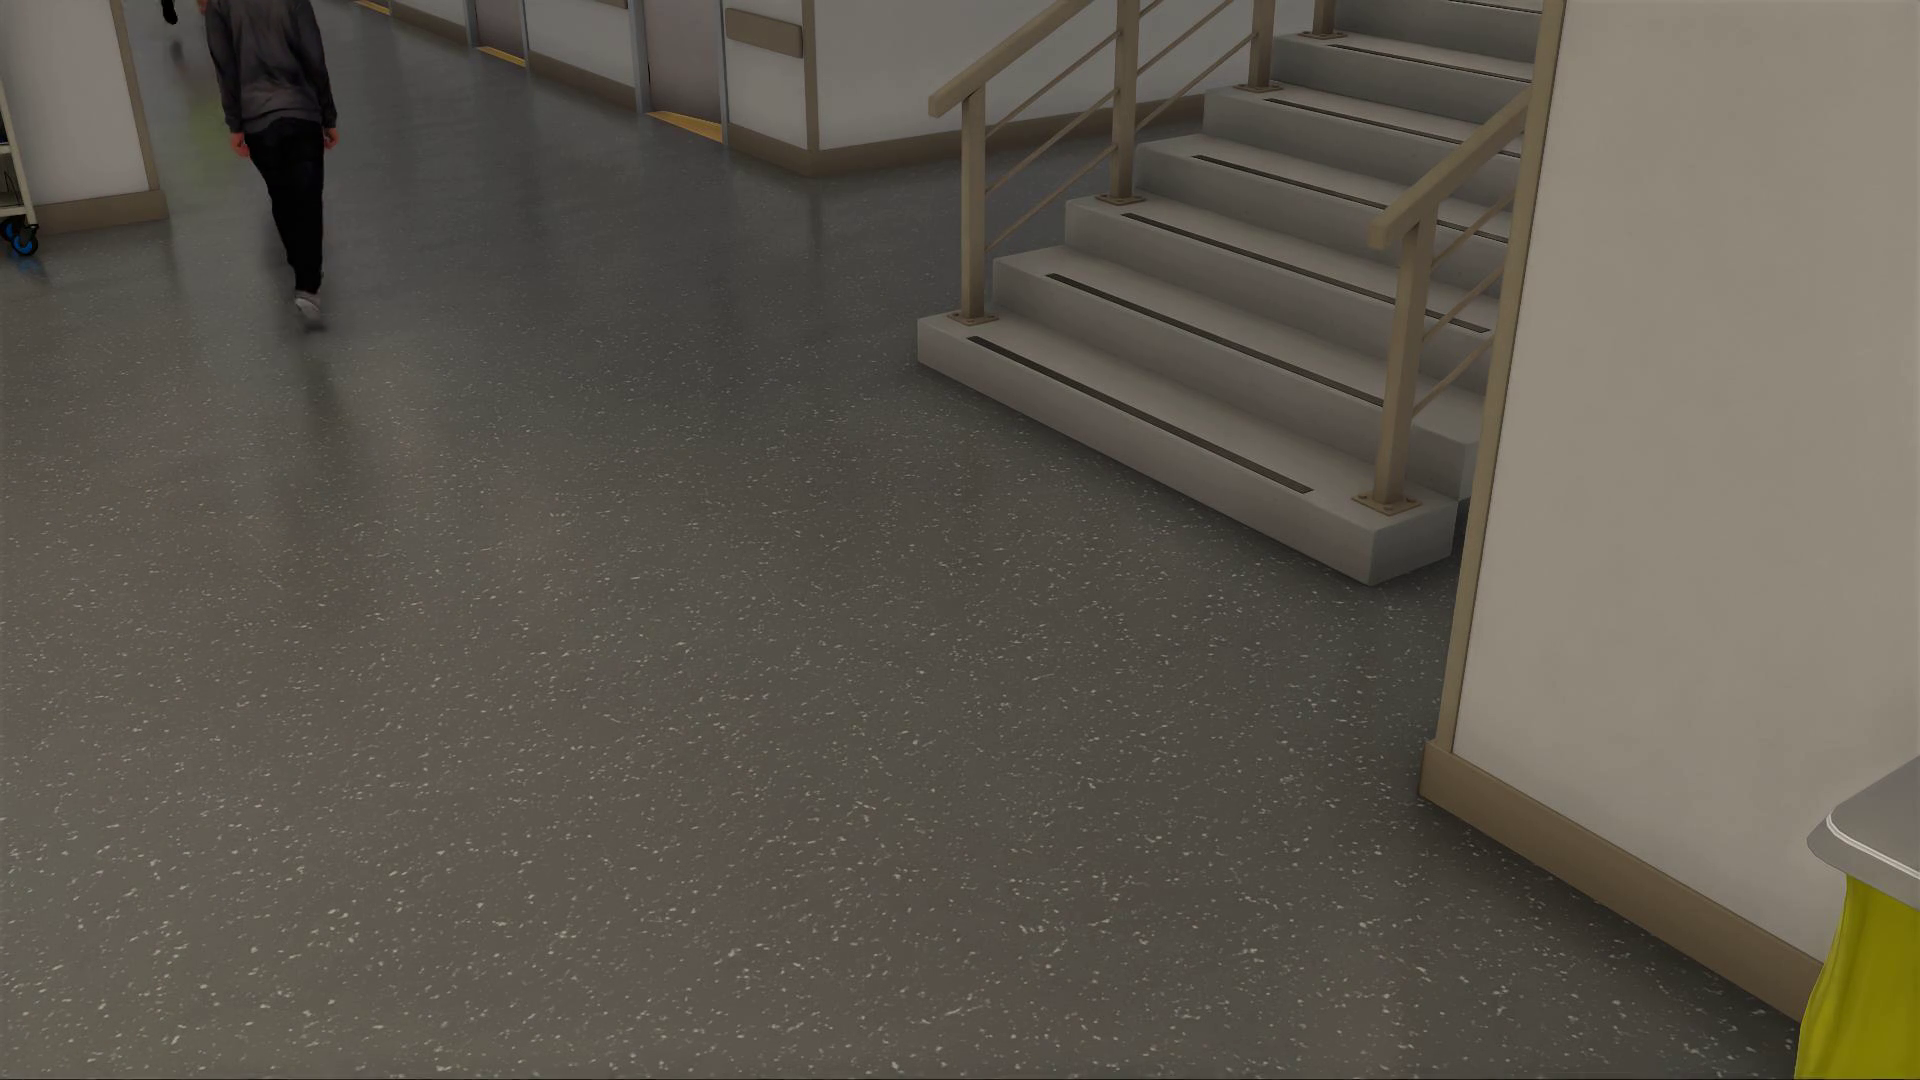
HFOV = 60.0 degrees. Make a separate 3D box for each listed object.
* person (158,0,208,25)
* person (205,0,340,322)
[{"bbox_3d":[-7.184,-5.614,15.193,1.094,1.818,1.083,1,26,2],"label":"person"},{"bbox_3d":[-3.050,-1.846,7.472,1.151,1.737,0.966,-6,26,-12],"label":"person"}]
